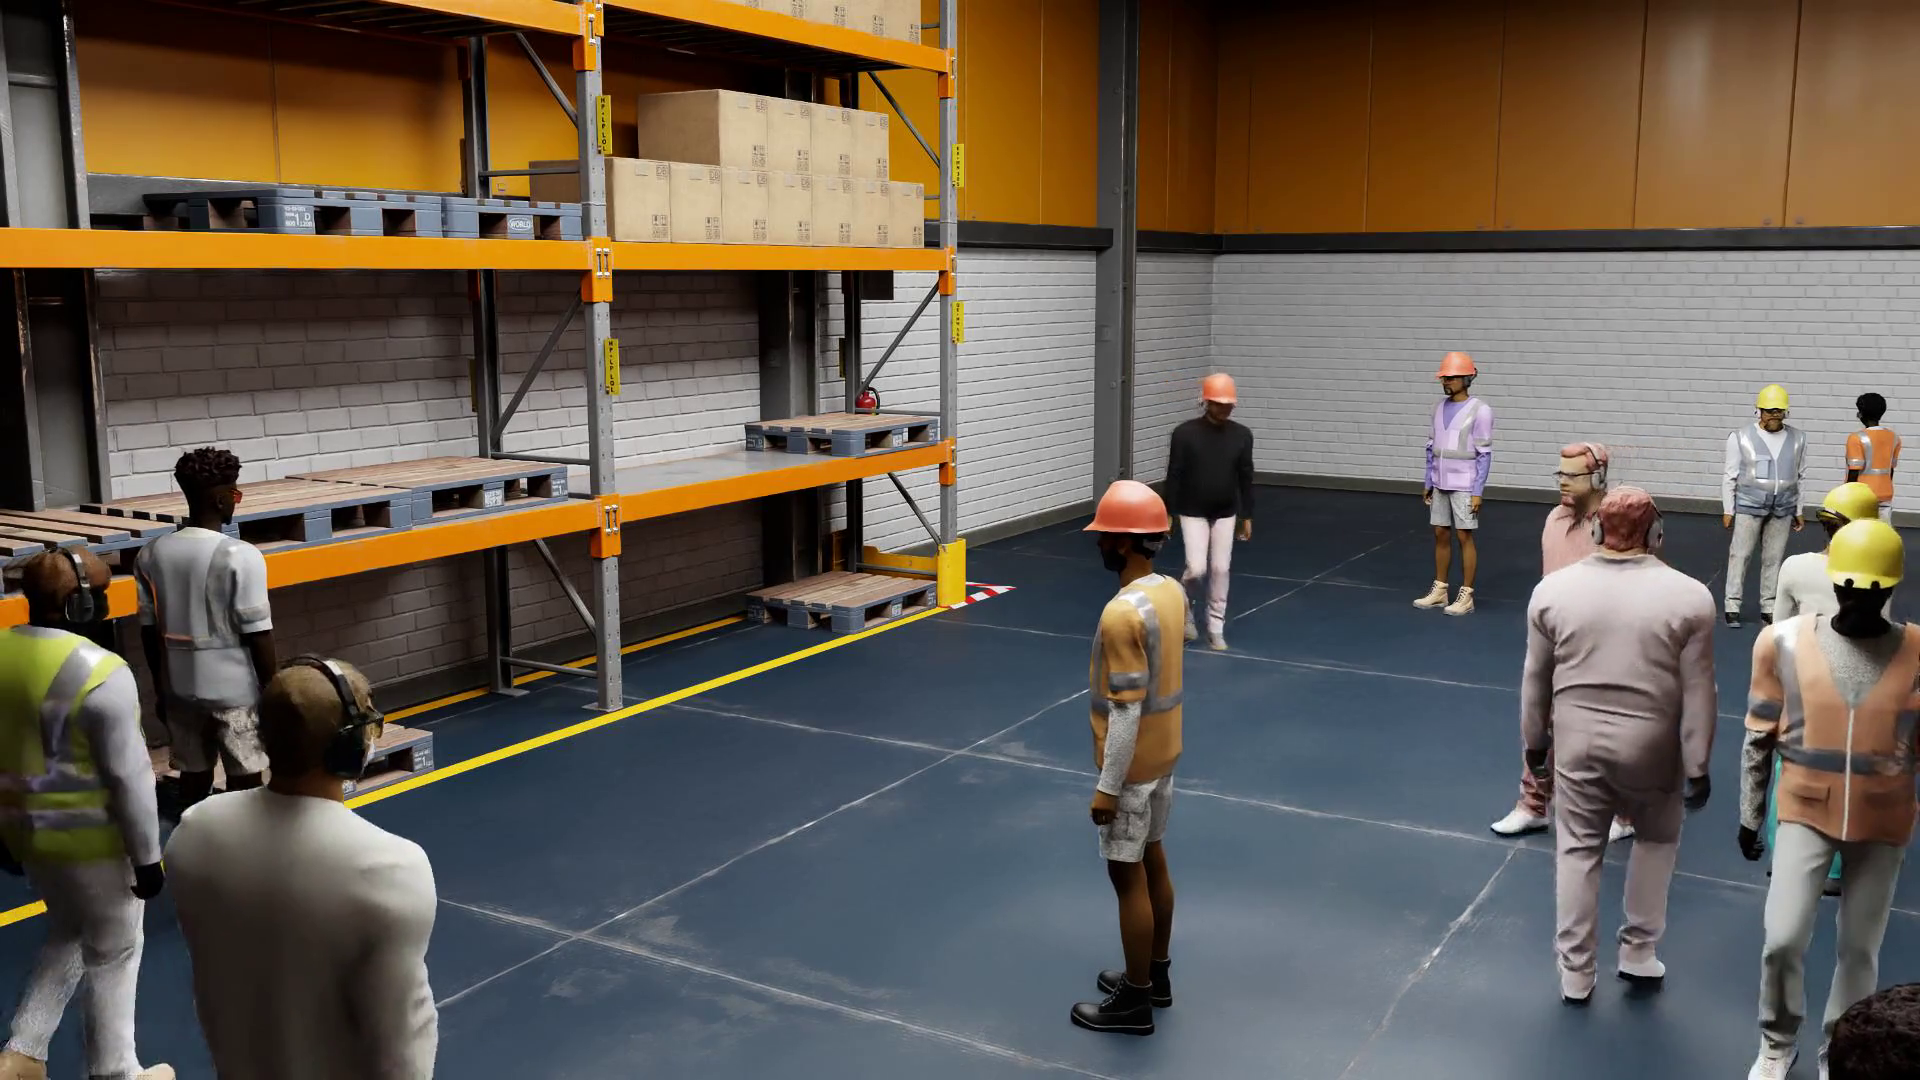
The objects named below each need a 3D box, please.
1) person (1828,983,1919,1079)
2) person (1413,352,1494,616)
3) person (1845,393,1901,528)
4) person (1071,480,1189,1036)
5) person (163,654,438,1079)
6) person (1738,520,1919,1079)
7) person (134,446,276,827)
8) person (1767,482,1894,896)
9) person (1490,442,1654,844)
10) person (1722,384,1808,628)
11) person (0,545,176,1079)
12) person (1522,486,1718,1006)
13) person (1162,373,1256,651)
[{"bbox_3d":[0.976,1.398,1.874,0.375,1.917,0.597,7,11,37],"label":"person"},{"bbox_3d":[3.834,-0.436,12.936,0.376,2.043,0.609,-5,10,-30],"label":"person"},{"bbox_3d":[7.314,-0.338,13.409,0.538,1.692,0.320,-4,10,-22],"label":"person"},{"bbox_3d":[0.588,0.755,5.825,0.356,1.937,0.552,4,10,25],"label":"person"},{"bbox_3d":[-1.327,1.174,3.325,0.632,1.909,0.907,3,10,17],"label":"person"},{"bbox_3d":[2.749,0.876,5.171,0.604,1.907,0.481,5,10,27],"label":"person"},{"bbox_3d":[-2.995,0.605,6.712,0.617,1.953,0.361,3,10,18],"label":"person"},{"bbox_3d":[3.748,0.630,7.147,0.327,1.767,0.533,-5,10,-28],"label":"person"},{"bbox_3d":[2.822,0.495,7.651,0.772,1.878,0.676,-4,10,-24],"label":"person"},{"bbox_3d":[5.994,-0.244,12.390,0.597,1.831,0.403,1,9,6],"label":"person"},{"bbox_3d":[-2.732,0.920,5.144,0.645,1.824,0.455,4,10,24],"label":"person"},{"bbox_3d":[2.409,0.738,6.088,0.685,1.882,0.634,6,11,32],"label":"person"},{"bbox_3d":[1.747,-0.188,11.623,0.670,1.966,0.521,-2,9,-10],"label":"person"}]
